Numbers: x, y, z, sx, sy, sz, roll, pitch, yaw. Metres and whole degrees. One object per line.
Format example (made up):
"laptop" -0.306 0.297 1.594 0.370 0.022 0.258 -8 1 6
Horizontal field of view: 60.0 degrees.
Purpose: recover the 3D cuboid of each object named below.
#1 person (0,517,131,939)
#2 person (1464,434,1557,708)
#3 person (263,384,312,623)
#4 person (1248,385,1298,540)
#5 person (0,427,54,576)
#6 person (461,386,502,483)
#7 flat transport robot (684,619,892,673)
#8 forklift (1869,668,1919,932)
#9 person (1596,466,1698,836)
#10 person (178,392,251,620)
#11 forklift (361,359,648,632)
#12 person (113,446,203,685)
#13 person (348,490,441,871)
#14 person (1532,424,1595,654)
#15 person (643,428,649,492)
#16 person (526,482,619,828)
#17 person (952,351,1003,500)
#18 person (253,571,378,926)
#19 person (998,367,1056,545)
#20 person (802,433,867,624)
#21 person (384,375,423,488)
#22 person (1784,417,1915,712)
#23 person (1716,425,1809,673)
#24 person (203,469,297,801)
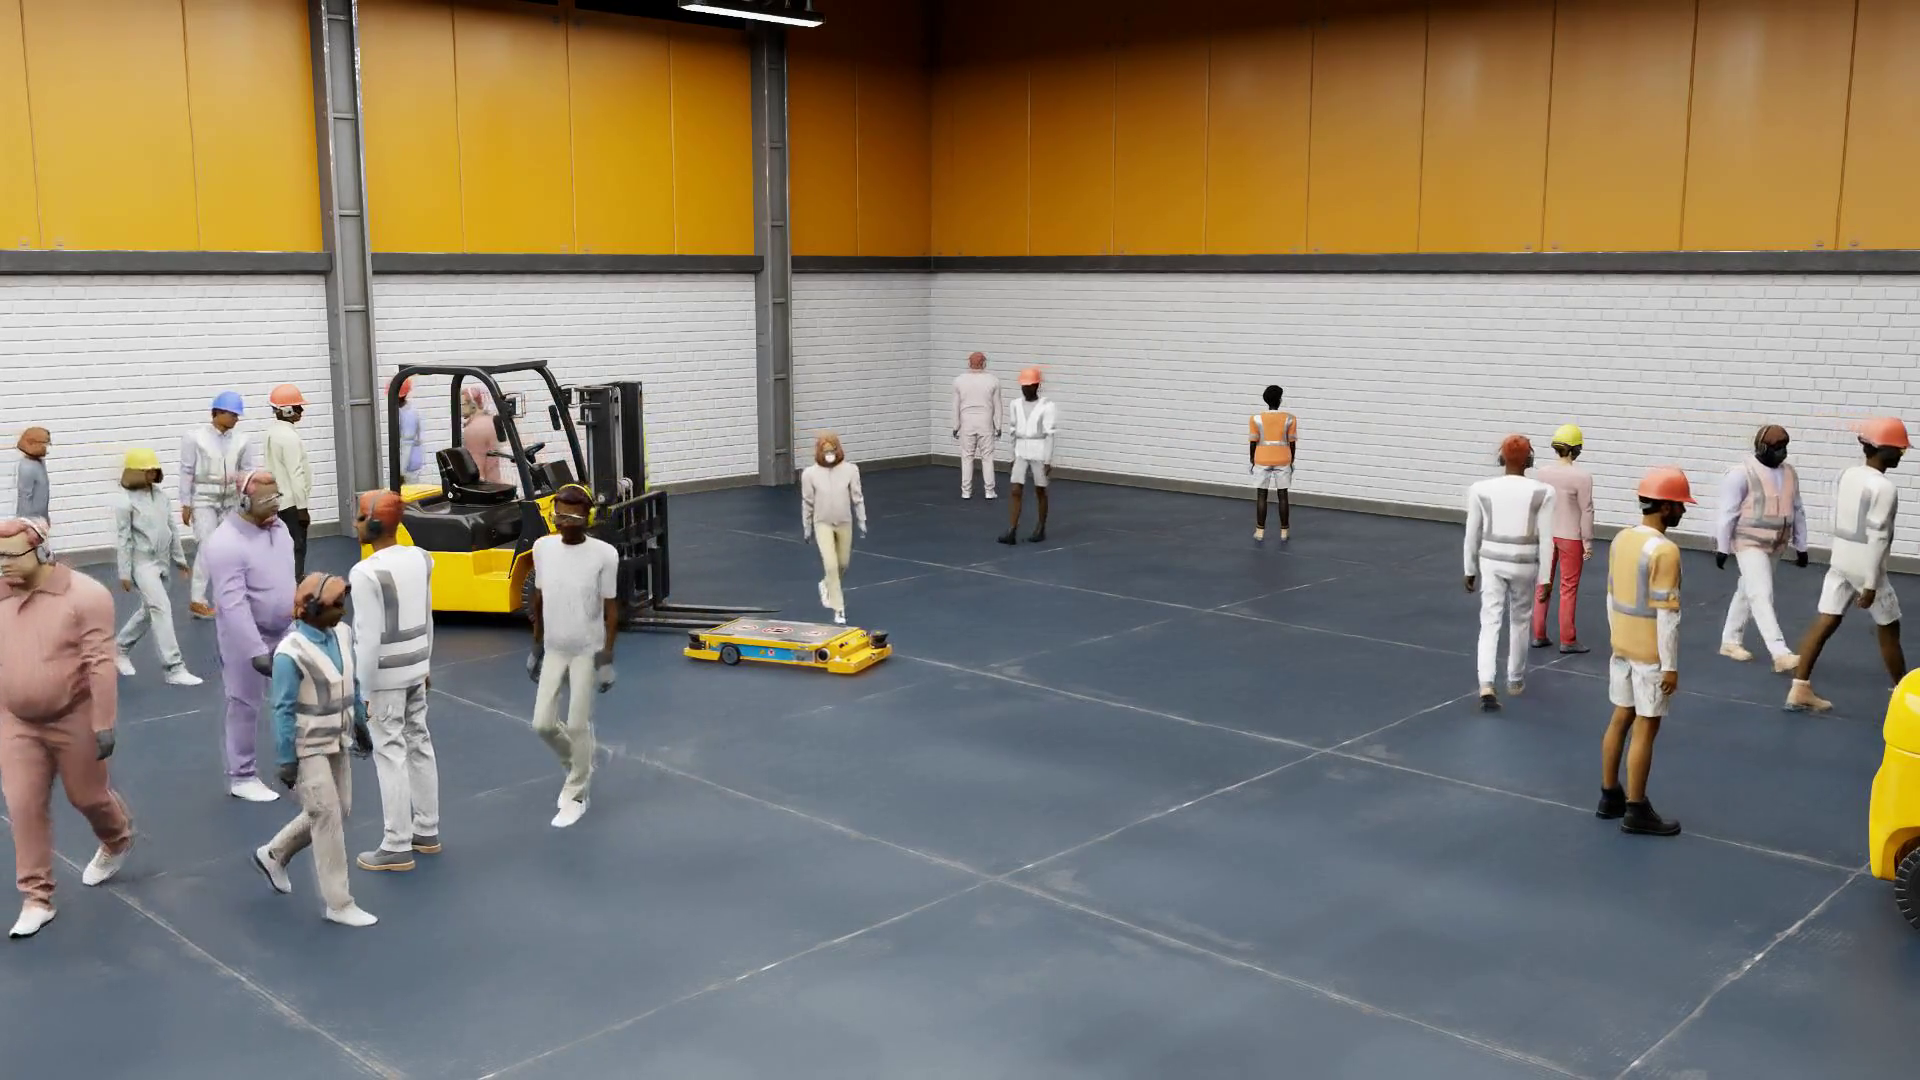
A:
"person" -4.126 0.793 7.612 0.646 1.873 0.822 -1 9 -5
"person" 3.702 0.208 11.270 0.589 1.849 0.964 4 10 24
"person" -5.592 -0.303 13.911 0.379 1.996 0.609 -8 12 -41
"person" 3.393 -0.836 18.080 0.535 1.699 0.321 1 9 6
"person" -8.031 -0.173 14.273 0.600 1.610 0.509 -3 10 -18
"person" -4.397 -0.468 15.252 0.466 1.884 0.682 0 9 -3
"flat transport robot" -1.299 0.780 12.539 1.431 0.197 0.652 4 10 22
"forklift" 5.205 0.723 7.013 2.313 2.155 1.214 9 13 43
"person" 3.622 0.571 8.734 0.377 1.932 0.552 -1 9 -7
"person" -6.314 -0.292 14.143 0.456 1.923 0.644 6 11 31
"forklift" -3.850 -0.407 13.936 2.313 2.155 1.214 2 9 11
"person" -5.818 0.171 11.848 0.831 1.713 0.485 2 9 10
"person" -2.798 0.684 8.198 0.343 1.882 0.586 3 10 15
"person" 4.646 -0.011 12.812 0.309 1.772 0.525 -6 11 -34
"person" -3.092 -0.448 15.312 0.431 1.833 0.628 1 9 8
"person" -2.051 0.604 8.797 0.554 1.847 0.408 2 10 14
"person" 0.224 -1.463 21.296 0.651 1.906 0.401 1 9 5
"person" -2.960 0.929 7.501 0.639 1.619 0.538 2 9 10
"person" 0.706 -0.877 17.702 0.575 1.900 0.903 5 11 29
"person" -1.082 -0.131 14.051 0.536 1.597 0.675 -3 10 -15
"person" -5.786 -0.790 17.255 0.575 1.872 0.633 -7 12 -37
"person" 6.000 0.181 10.967 1.044 1.989 0.631 -1 9 -3
"person" 5.989 0.064 12.253 0.658 1.795 0.931 -4 10 -22
"person" -3.760 0.542 9.110 0.763 1.877 0.662 3 10 16
